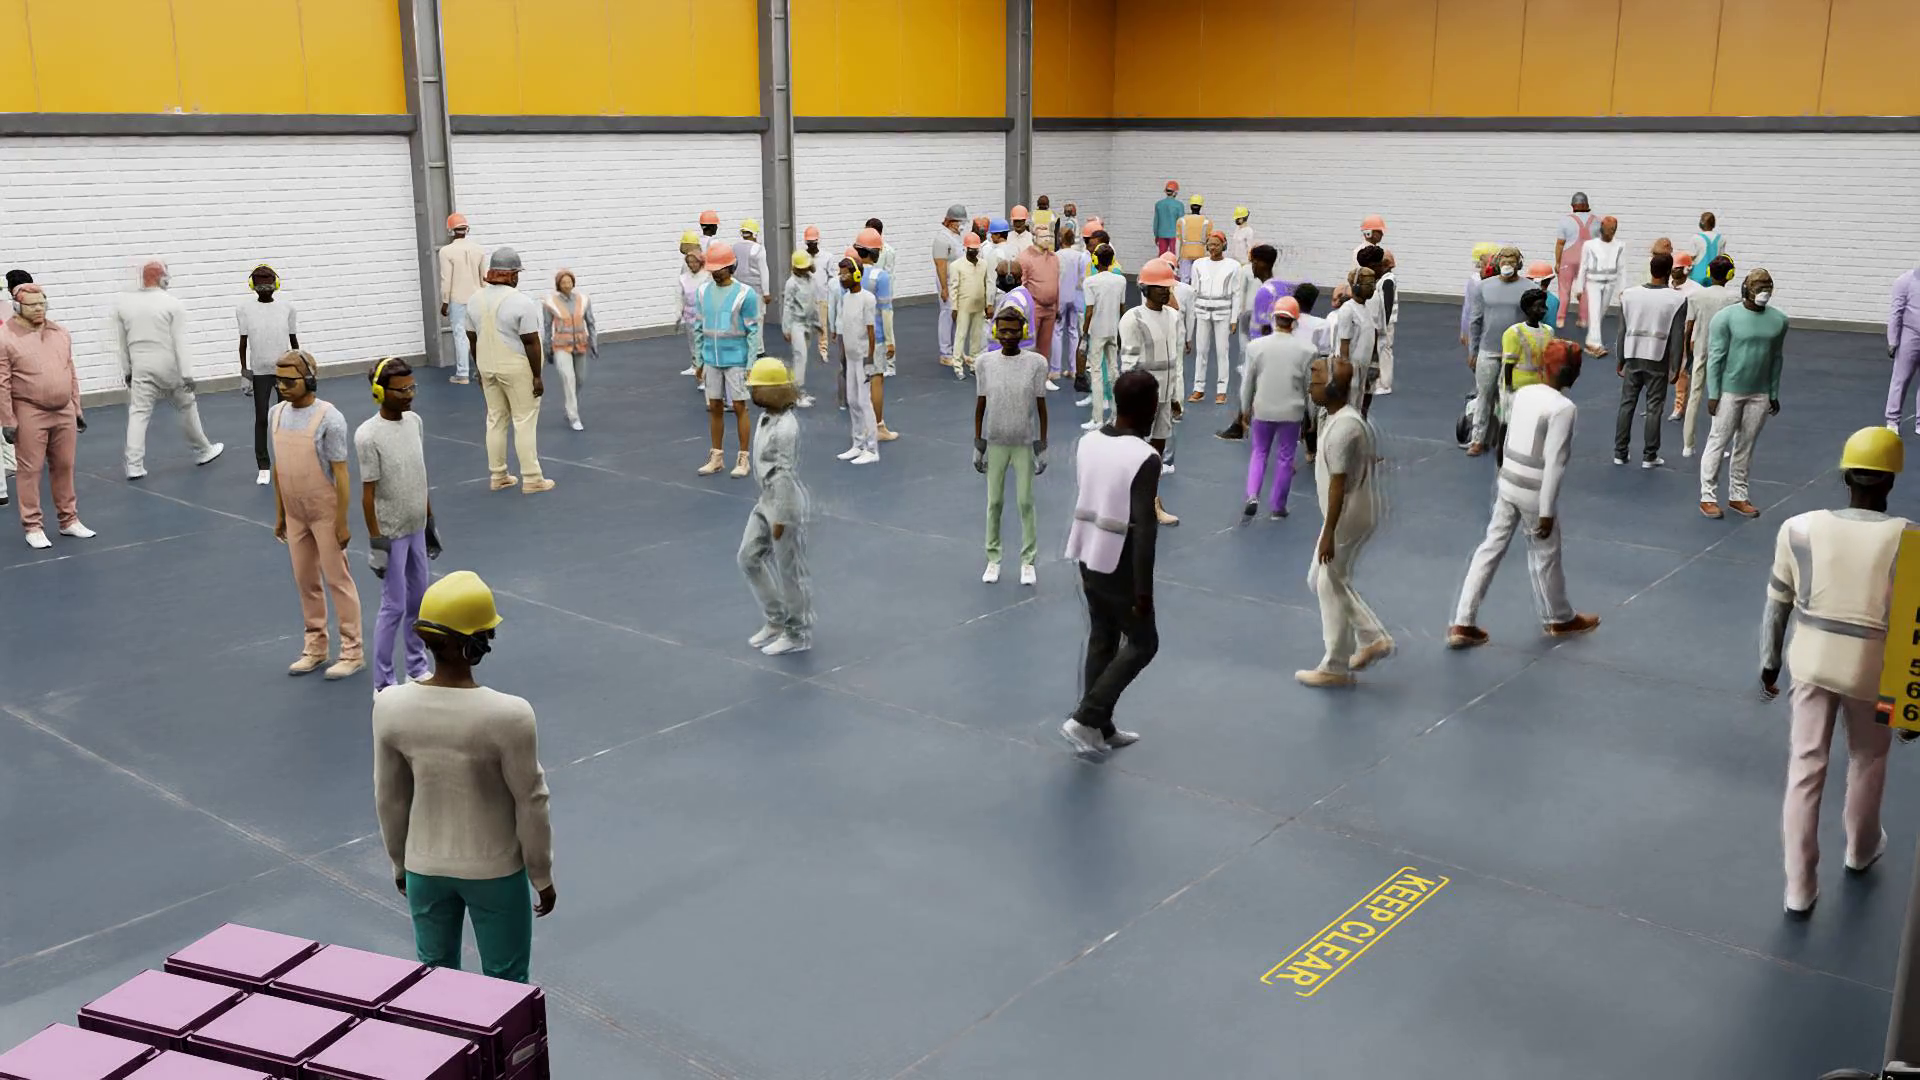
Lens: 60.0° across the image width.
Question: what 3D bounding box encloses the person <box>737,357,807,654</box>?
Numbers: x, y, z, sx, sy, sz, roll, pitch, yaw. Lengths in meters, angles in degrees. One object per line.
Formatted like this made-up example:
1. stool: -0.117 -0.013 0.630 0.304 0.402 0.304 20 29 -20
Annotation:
1. person: -1.092 -0.180 9.504 0.454 1.727 0.506 -6 15 -22

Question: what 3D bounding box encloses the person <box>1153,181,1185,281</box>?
1. person: 3.885 -5.633 30.775 0.622 1.992 0.397 9 17 32

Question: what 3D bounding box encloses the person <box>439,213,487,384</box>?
1. person: -5.867 -2.848 19.651 0.390 1.991 0.626 11 18 38

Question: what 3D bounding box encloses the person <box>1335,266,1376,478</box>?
1. person: 3.360 -1.395 14.145 0.346 1.847 0.505 8 16 30

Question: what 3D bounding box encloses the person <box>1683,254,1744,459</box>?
1. person: 6.868 -1.665 15.175 0.509 1.872 0.328 11 18 38

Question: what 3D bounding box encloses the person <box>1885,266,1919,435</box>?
1. person: 9.373 -1.936 16.176 0.652 1.909 0.409 2 14 7

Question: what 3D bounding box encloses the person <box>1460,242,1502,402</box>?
1. person: 5.640 -2.274 17.775 0.616 1.777 0.873 -7 16 -25

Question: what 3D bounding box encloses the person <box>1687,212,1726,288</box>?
1. person: 10.279 -3.602 22.990 0.501 1.834 0.346 -1 14 -3

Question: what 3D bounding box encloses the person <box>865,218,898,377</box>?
1. person: -0.970 -2.941 20.202 0.388 1.910 0.591 -9 17 -32

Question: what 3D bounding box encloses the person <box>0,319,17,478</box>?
1. person: -8.419 -1.400 14.383 0.575 1.739 0.350 13 19 42

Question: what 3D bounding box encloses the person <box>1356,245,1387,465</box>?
1. person: 3.645 -1.665 14.978 0.367 1.966 0.603 -1 14 -6

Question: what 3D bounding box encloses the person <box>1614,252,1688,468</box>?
1. person: 6.136 -1.596 14.826 0.589 1.911 0.387 12 18 39

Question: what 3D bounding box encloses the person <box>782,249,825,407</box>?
1. person: -1.705 -2.301 18.066 0.587 1.702 0.571 7 16 26

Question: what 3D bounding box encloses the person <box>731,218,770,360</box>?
1. person: -2.720 -3.255 21.630 0.596 1.825 0.403 9 17 33

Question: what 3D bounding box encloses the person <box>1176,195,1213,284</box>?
1. person: 3.734 -4.538 26.577 0.585 1.915 0.398 2 14 8

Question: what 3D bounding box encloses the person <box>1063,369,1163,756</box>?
1. person: 0.730 0.132 7.933 0.457 1.898 0.633 -9 16 -31

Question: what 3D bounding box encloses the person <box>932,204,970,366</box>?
1. person: -0.030 -3.252 21.171 0.538 2.000 0.682 7 16 25

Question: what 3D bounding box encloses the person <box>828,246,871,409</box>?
1. person: -1.127 -2.272 17.832 0.574 1.749 0.333 4 15 14

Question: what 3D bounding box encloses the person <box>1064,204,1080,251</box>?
1. person: 1.978 -5.157 29.612 0.314 1.634 0.515 4 15 15

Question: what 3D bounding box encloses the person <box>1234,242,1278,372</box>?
1. person: 3.584 -2.817 20.281 0.537 1.609 0.655 -2 14 -7

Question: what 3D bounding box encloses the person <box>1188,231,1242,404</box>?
1. person: 2.776 -2.435 18.227 0.576 1.882 0.355 6 15 22

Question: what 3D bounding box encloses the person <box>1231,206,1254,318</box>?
1. person: 4.394 -4.333 26.064 0.327 1.760 0.524 -6 15 -21

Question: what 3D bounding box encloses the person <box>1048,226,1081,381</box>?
1. person: 1.259 -2.825 19.888 0.515 1.835 0.355 -8 16 -28

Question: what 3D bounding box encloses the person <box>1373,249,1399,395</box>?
1. person: 4.791 -2.460 18.817 0.315 1.639 0.515 2 14 7

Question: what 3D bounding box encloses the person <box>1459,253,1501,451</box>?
1. person: 4.962 -1.757 15.588 0.377 1.844 0.570 9 16 31

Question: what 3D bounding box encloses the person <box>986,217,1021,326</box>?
1. person: 0.502 -2.856 19.799 0.416 1.939 0.605 10 17 36

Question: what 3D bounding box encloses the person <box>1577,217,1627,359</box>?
1. person: 8.449 -3.309 21.838 0.590 1.826 1.005 0 14 -1

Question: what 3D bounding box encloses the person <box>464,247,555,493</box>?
1. person: -3.711 -1.417 13.835 0.689 2.000 0.537 7 16 25

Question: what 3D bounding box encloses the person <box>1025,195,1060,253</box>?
1. person: 1.404 -4.977 28.501 0.630 1.836 0.431 1 14 4

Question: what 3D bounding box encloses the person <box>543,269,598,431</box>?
1. person: -3.966 -1.951 16.847 0.509 1.605 0.791 -9 17 -32

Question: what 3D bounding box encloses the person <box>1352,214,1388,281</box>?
1. person: 4.734 -2.770 19.331 0.375 1.997 0.609 9 17 32

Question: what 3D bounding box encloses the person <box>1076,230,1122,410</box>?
1. person: 1.524 -2.356 17.840 0.373 1.914 0.597 -8 16 -28

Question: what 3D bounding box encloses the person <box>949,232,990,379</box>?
1. person: 0.140 -2.815 20.004 0.573 1.749 0.343 -9 17 -33

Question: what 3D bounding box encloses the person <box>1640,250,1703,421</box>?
1. person: 7.365 -2.108 17.178 0.340 1.749 0.572 -9 16 -31

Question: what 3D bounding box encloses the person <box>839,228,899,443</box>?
1. person: -0.867 -1.961 16.003 0.605 2.045 0.378 11 18 36

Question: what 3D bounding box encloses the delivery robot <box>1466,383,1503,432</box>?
1. delivery robot: 5.157 -1.278 16.103 0.477 0.478 0.707 9 16 31
